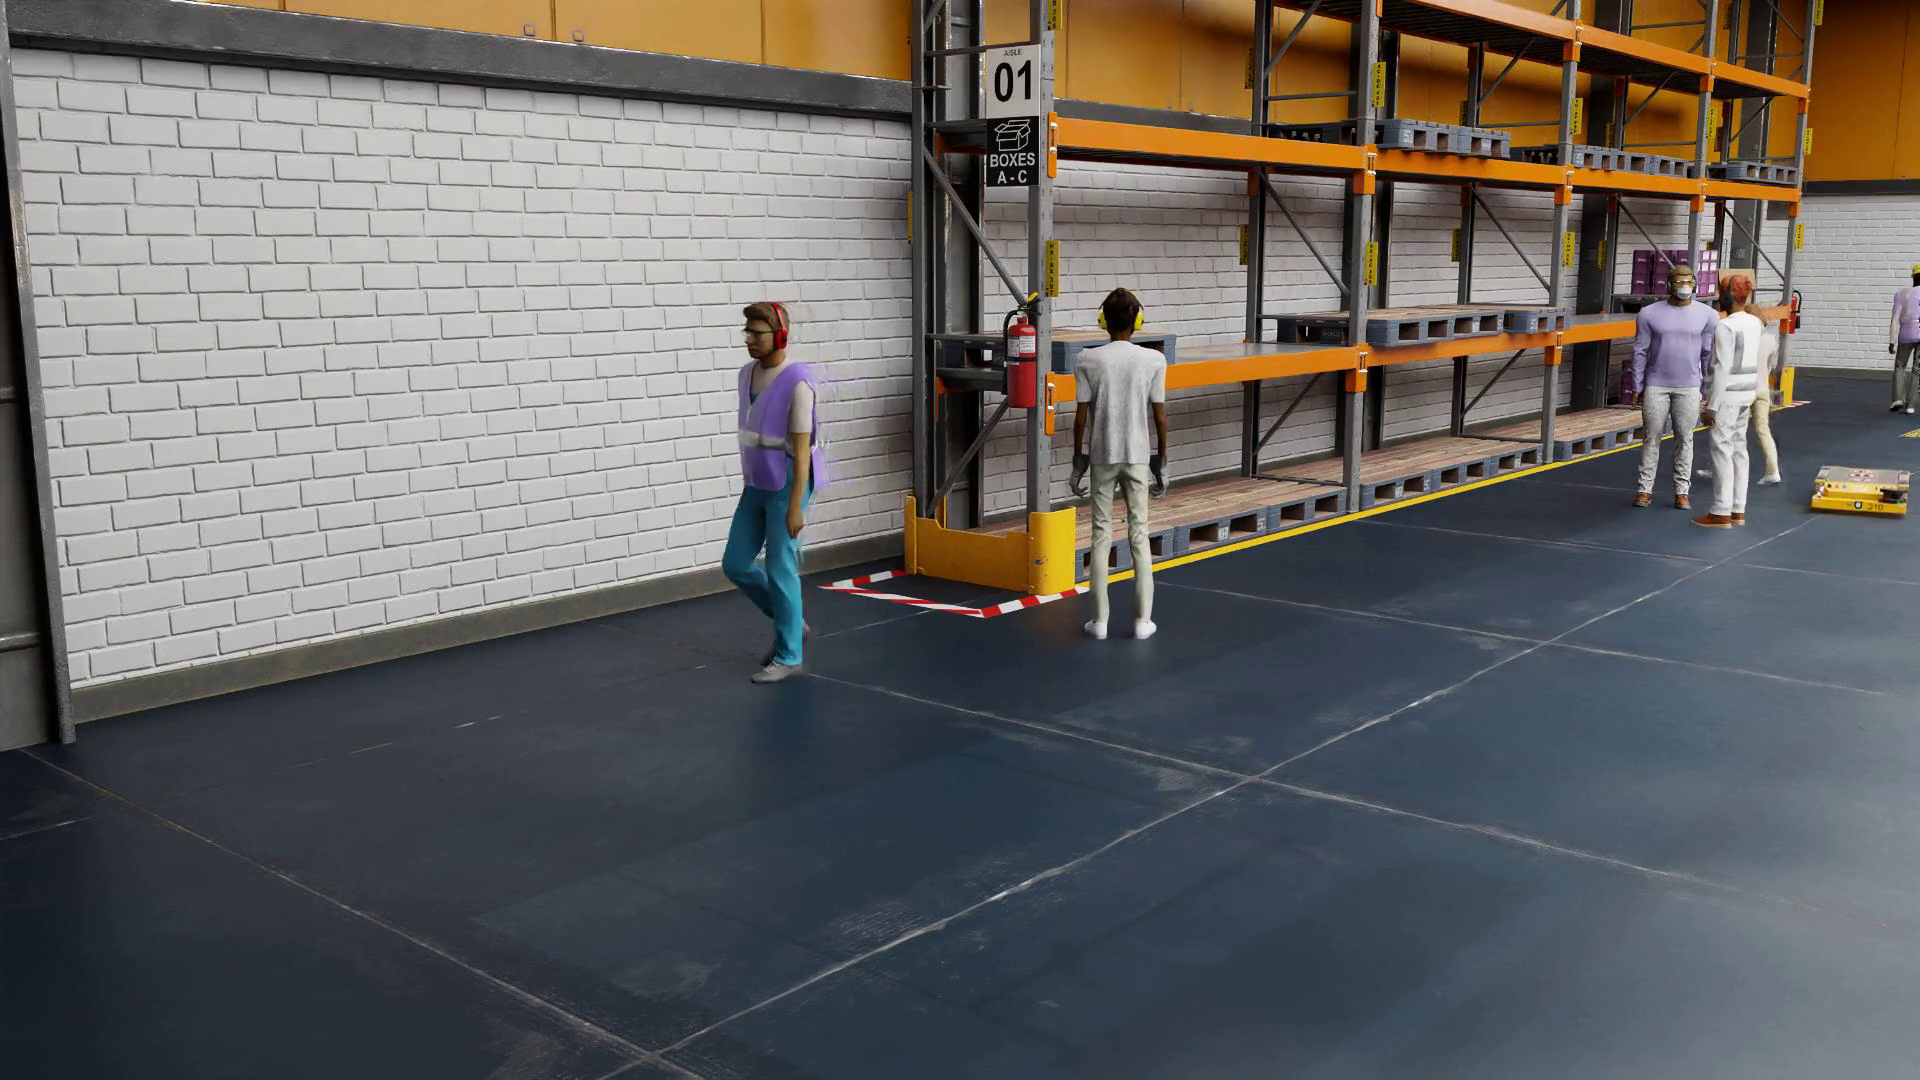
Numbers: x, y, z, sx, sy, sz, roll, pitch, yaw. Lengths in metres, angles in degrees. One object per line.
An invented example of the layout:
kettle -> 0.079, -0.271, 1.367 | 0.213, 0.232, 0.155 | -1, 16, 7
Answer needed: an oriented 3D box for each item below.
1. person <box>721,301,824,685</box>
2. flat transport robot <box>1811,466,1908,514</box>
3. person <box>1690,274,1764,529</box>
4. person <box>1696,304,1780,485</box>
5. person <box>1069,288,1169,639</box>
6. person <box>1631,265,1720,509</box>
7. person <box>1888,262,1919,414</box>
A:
person -> -0.892, -0.222, 7.944 | 0.451, 1.827, 0.591 | -8, 13, -38
flat transport robot -> 7.332, -0.422, 13.519 | 0.652, 0.197, 1.431 | 6, 11, 29
person -> 5.720, -1.026, 12.368 | 0.583, 1.882, 0.339 | -8, 13, -39
person -> 6.962, -1.285, 14.685 | 0.508, 1.591, 0.829 | -3, 10, -15
person -> 0.846, -0.397, 8.843 | 0.533, 1.864, 0.310 | 0, 10, 2
person -> 5.683, -1.213, 13.274 | 0.636, 1.939, 0.363 | 4, 11, 23
person -> 11.986, -2.527, 20.877 | 0.587, 1.897, 0.525 | 4, 11, 21
